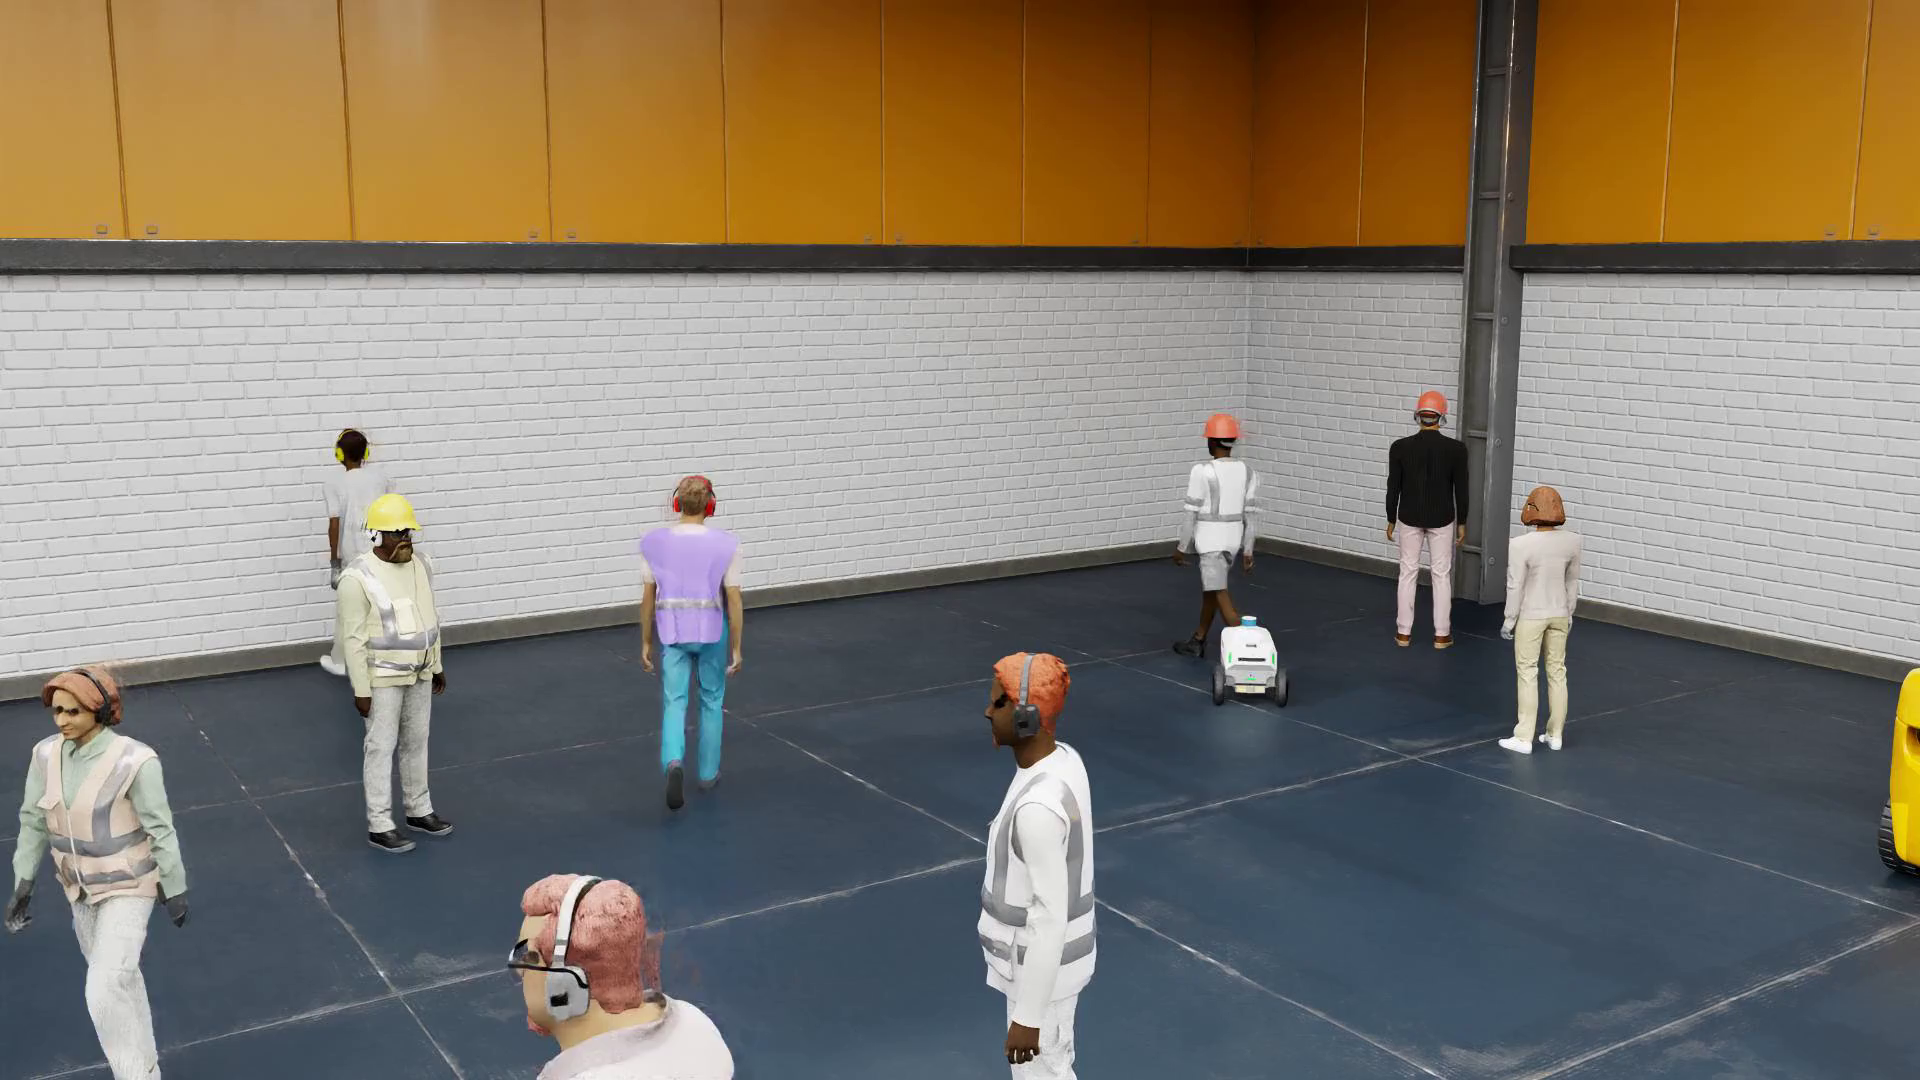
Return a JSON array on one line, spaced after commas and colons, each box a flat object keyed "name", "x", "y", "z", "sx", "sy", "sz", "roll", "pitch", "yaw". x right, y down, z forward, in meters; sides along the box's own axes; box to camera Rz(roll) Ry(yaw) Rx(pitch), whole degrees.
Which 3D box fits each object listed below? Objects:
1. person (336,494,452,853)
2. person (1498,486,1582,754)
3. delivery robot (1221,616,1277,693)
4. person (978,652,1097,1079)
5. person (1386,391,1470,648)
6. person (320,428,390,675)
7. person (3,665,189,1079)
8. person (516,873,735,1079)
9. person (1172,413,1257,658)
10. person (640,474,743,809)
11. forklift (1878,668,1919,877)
[{"name": "person", "x": -2.856, "y": 0.665, "z": 8.455, "sx": 0.403, "sy": 1.827, "sz": 0.589, "roll": 4, "pitch": 10, "yaw": 24}, {"name": "person", "x": 3.522, "y": 0.485, "z": 10.110, "sx": 0.498, "sy": 1.633, "sz": 0.285, "roll": -3, "pitch": 10, "yaw": -17}, {"name": "delivery robot", "x": 1.972, "y": 0.766, "z": 11.378, "sx": 0.477, "sy": 0.478, "sz": 0.707, "roll": 1, "pitch": 10, "yaw": 6}, {"name": "person", "x": 0.221, "y": 1.243, "z": 4.791, "sx": 0.339, "sy": 1.882, "sz": 0.584, "roll": 1, "pitch": 9, "yaw": 7}, {"name": "person", "x": 3.619, "y": -0.158, "z": 12.896, "sx": 0.622, "sy": 1.992, "sz": 0.396, "roll": 3, "pitch": 10, "yaw": 18}, {"name": "person", "x": -4.256, "y": 0.117, "z": 11.784, "sx": 0.533, "sy": 1.817, "sz": 0.957, "roll": -8, "pitch": 12, "yaw": -41}, {"name": "person", "x": -2.951, "y": 1.227, "z": 5.677, "sx": 0.529, "sy": 1.619, "sz": 0.555, "roll": 4, "pitch": 10, "yaw": 21}, {"name": "person", "x": -0.694, "y": 1.525, "z": 3.061, "sx": 0.537, "sy": 1.888, "sz": 0.679, "roll": 3, "pitch": 10, "yaw": 17}, {"name": "person", "x": 1.911, "y": 0.022, "z": 12.155, "sx": 0.547, "sy": 1.896, "sz": 1.013, "roll": -6, "pitch": 11, "yaw": -33}, {"name": "person", "x": -1.473, "y": 0.554, "z": 9.134, "sx": 0.579, "sy": 1.817, "sz": 0.744, "roll": 0, "pitch": 9, "yaw": -1}, {"name": "forklift", "x": 5.511, "y": 0.571, "z": 7.906, "sx": 2.313, "sy": 2.155, "sz": 1.214, "roll": -6, "pitch": 11, "yaw": -33}]
